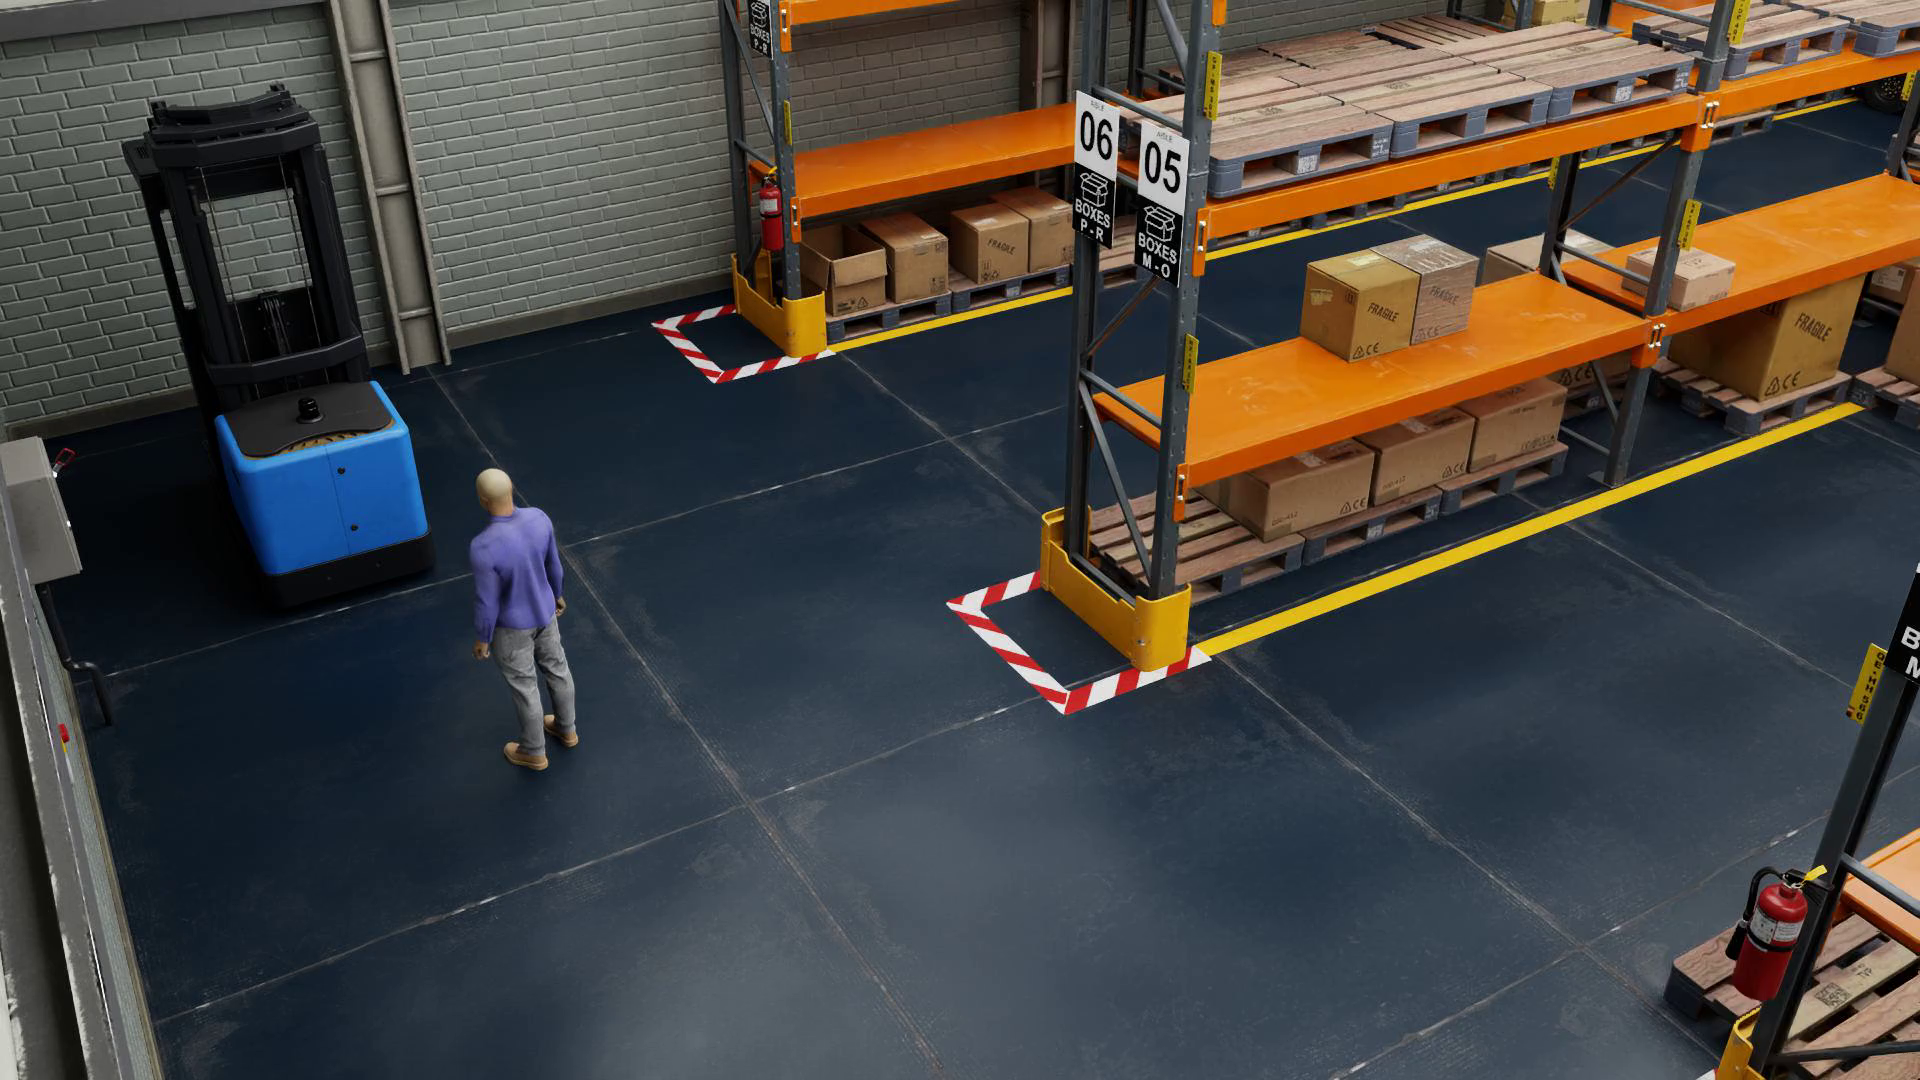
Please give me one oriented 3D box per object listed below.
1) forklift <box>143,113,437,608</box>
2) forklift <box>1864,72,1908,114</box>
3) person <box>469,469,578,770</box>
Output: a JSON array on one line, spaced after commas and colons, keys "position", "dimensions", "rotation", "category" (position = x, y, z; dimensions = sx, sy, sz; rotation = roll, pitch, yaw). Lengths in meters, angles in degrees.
[{"position": [-4.289, -1.259, 10.509], "dimensions": [1.129, 2.768, 1.873], "rotation": [-17, 36, -26], "category": "forklift"}, {"position": [11.468, -5.645, 18.244], "dimensions": [1.214, 2.155, 2.313], "rotation": [-17, 36, -26], "category": "forklift"}, {"position": [-2.307, 0.426, 8.799], "dimensions": [0.394, 1.797, 0.594], "rotation": [21, 37, 30], "category": "person"}]
